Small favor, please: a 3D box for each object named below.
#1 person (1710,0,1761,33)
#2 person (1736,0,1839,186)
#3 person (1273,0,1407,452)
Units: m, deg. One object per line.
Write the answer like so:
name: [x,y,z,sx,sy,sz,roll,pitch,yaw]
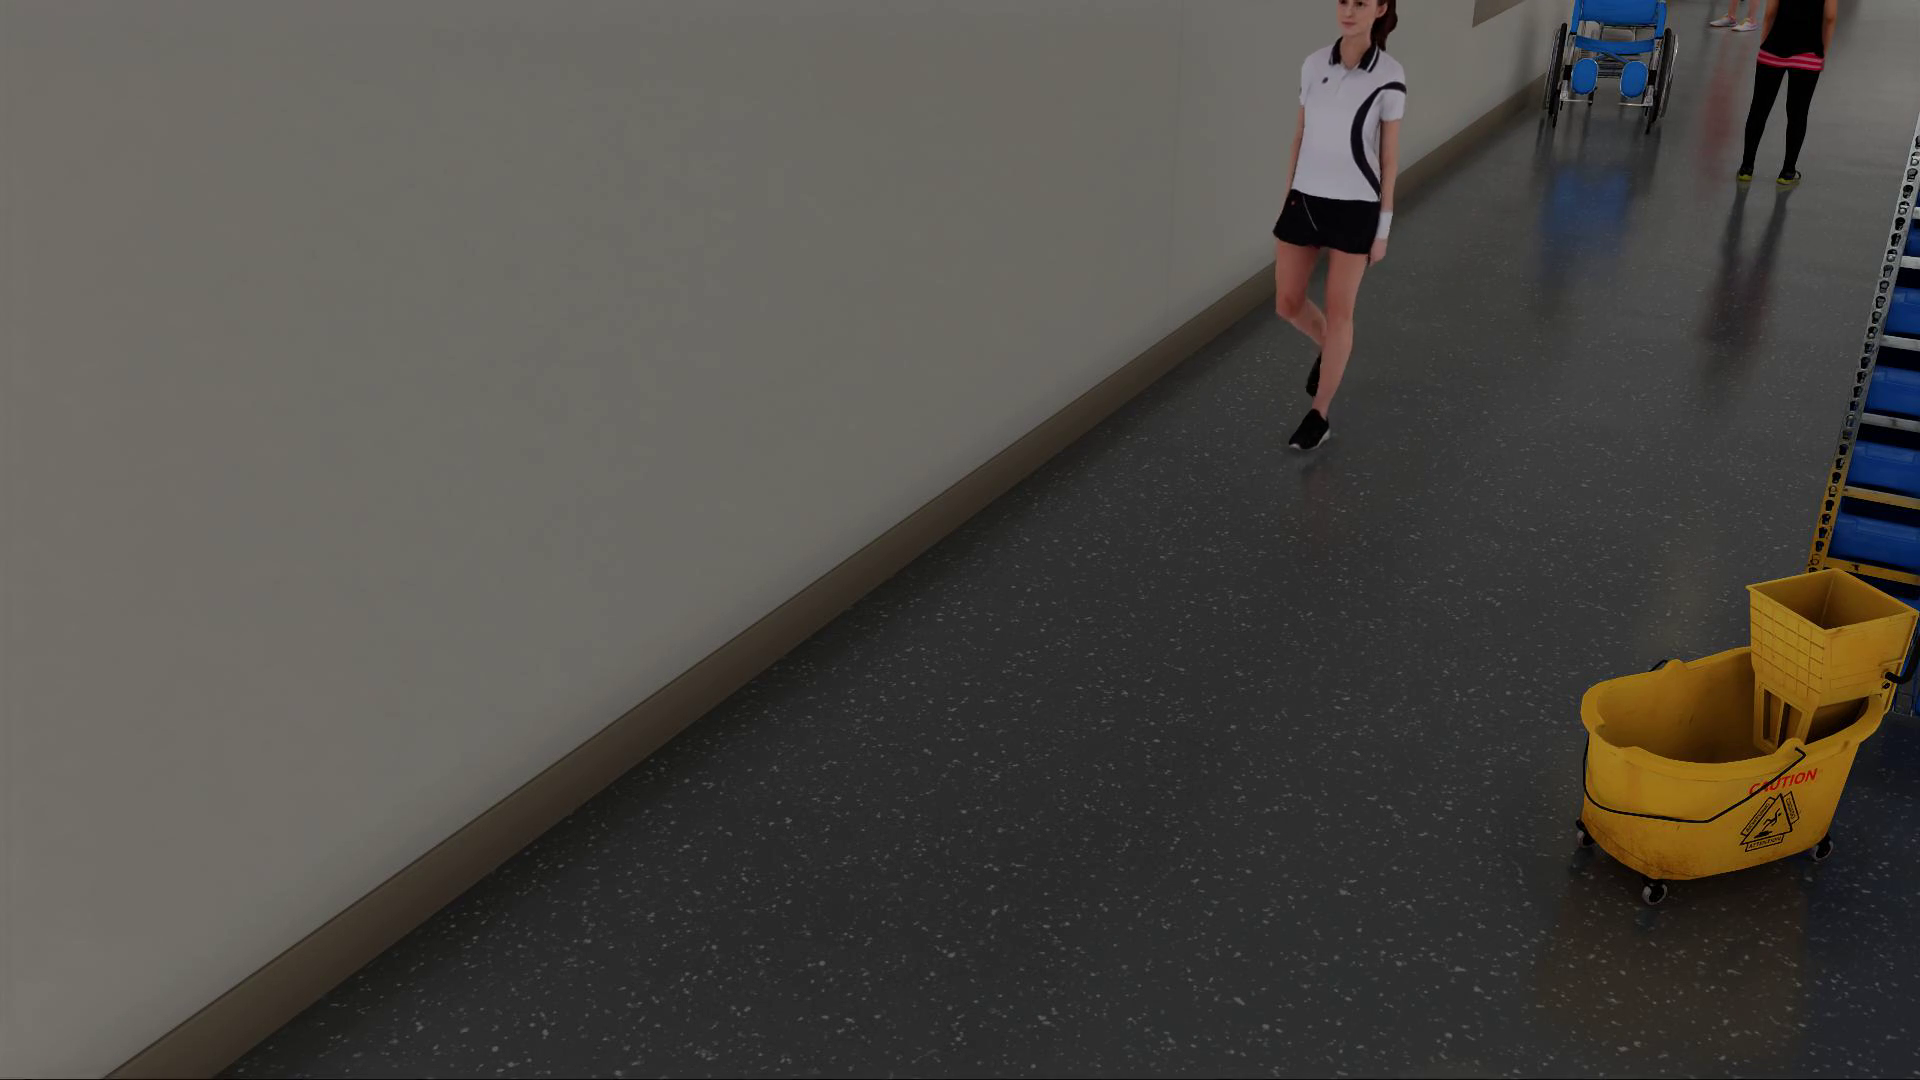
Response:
person: [7.308,-5.607,15.269,0.732,1.754,0.664,-9,27,-18]
person: [4.971,-2.925,9.939,0.444,1.553,0.596,15,30,29]
person: [1.422,-1.218,6.179,0.751,1.744,0.663,17,30,31]
